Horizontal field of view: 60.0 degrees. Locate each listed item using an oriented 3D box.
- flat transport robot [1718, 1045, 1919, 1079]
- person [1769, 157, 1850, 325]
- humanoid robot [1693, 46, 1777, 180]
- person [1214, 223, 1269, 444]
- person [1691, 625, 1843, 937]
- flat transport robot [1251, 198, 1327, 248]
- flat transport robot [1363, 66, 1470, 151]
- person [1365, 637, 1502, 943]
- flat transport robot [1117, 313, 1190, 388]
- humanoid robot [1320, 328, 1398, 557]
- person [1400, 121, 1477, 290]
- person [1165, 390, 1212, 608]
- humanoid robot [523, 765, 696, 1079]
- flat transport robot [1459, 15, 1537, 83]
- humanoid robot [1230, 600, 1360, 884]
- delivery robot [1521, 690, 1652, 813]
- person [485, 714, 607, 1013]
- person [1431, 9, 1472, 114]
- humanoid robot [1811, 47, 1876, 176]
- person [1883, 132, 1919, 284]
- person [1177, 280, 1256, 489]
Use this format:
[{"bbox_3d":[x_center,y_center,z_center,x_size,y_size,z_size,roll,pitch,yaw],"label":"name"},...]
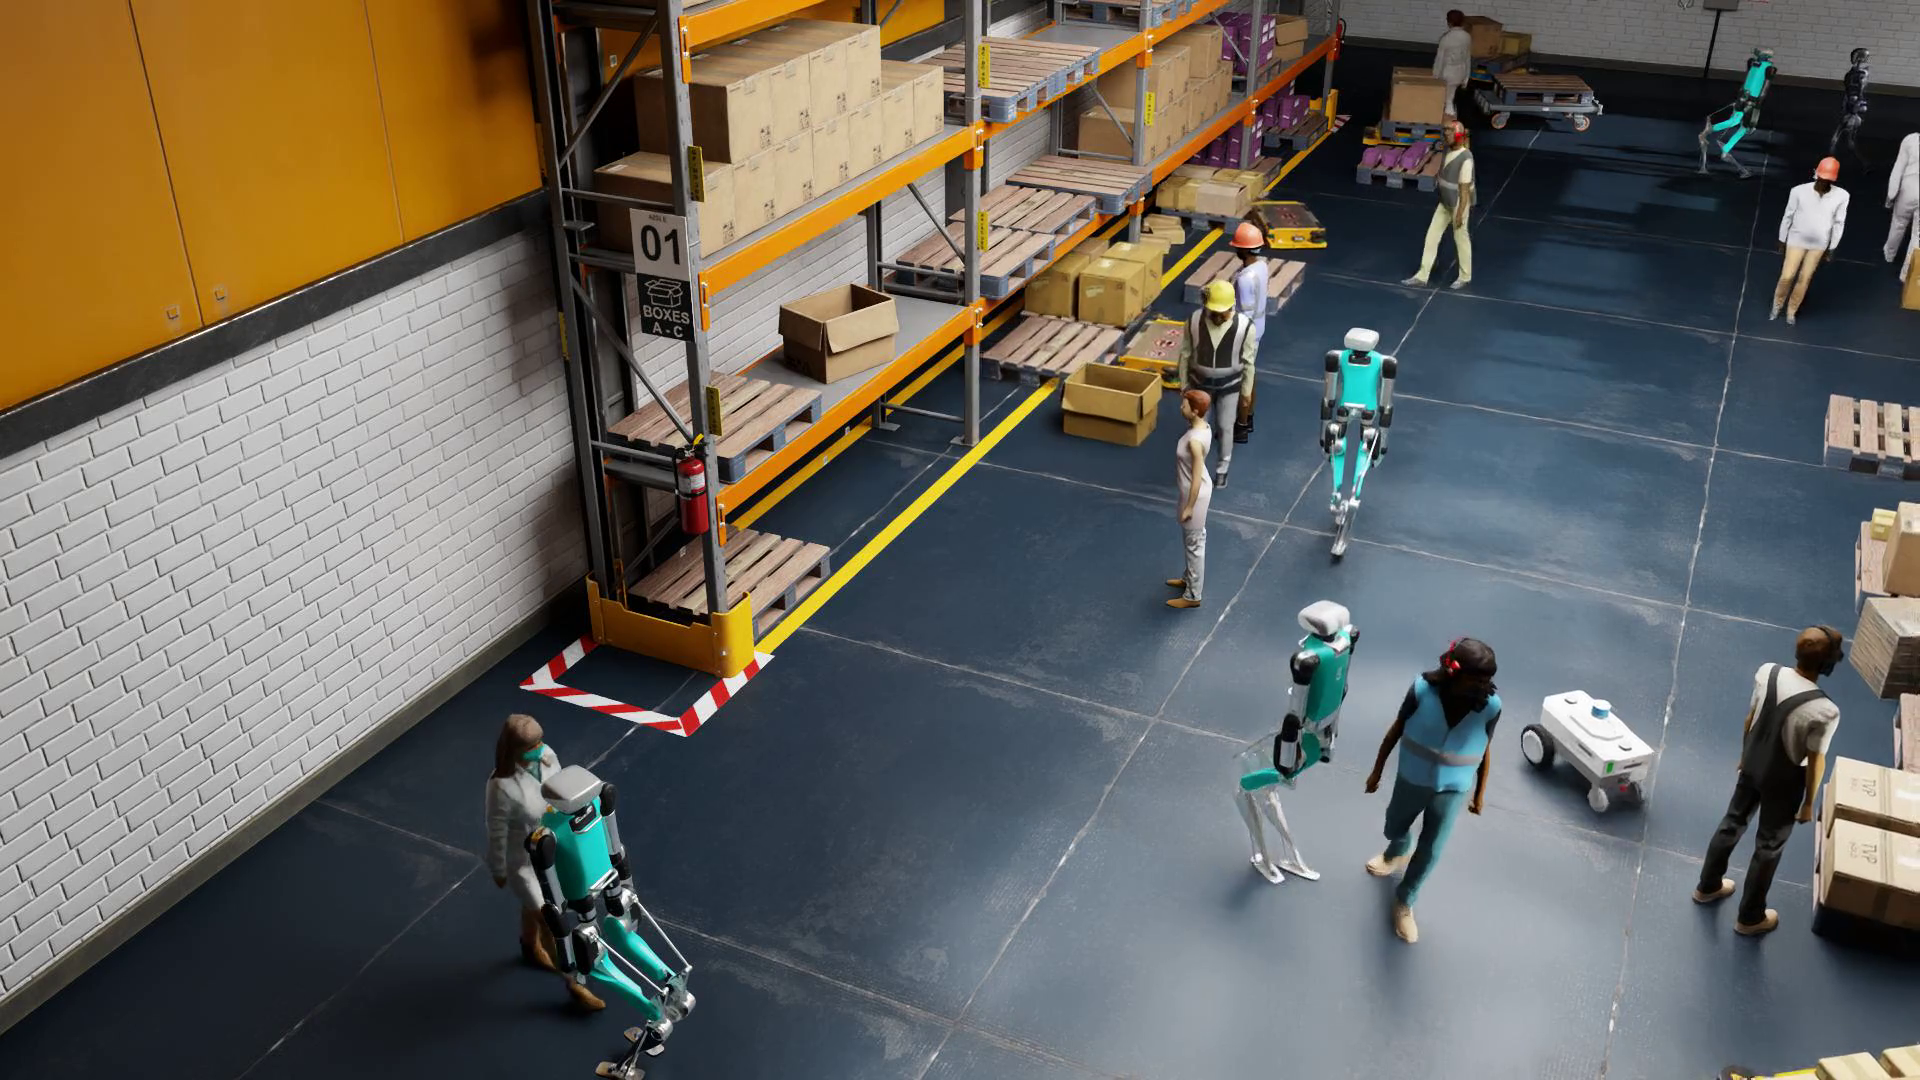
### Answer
[{"bbox_3d":[4.001,2.897,7.356,0.659,0.231,1.431,-5,29,-9],"label":"flat transport robot"},{"bbox_3d":[8.551,-3.003,16.748,0.559,1.734,0.416,9,30,17],"label":"person"},{"bbox_3d":[9.833,-5.386,21.211,1.034,1.753,0.547,-3,29,-6],"label":"humanoid robot"},{"bbox_3d":[2.415,-1.767,14.251,0.361,1.933,0.551,12,30,20],"label":"person"},{"bbox_3d":[4.293,1.257,8.755,0.351,1.836,0.502,-11,30,-20],"label":"person"},{"bbox_3d":[3.850,-3.746,19.675,0.659,0.231,1.431,-1,28,-3],"label":"flat transport robot"},{"bbox_3d":[6.364,-5.635,23.177,1.431,0.231,0.659,7,29,13],"label":"flat transport robot"},{"bbox_3d":[2.481,1.224,8.812,0.600,1.834,0.682,8,29,15],"label":"person"},{"bbox_3d":[2.003,-1.836,16.132,0.659,0.231,1.431,11,30,19],"label":"flat transport robot"},{"bbox_3d":[2.906,-0.683,12.452,0.554,1.733,1.012,12,30,20],"label":"humanoid robot"},{"bbox_3d":[5.158,-3.521,17.635,0.865,1.798,0.704,-6,29,-11],"label":"person"},{"bbox_3d":[1.638,-0.297,11.810,0.288,1.661,0.451,5,29,9],"label":"person"},{"bbox_3d":[-1.527,1.828,7.652,0.735,1.677,0.533,14,31,25],"label":"humanoid robot"},{"bbox_3d":[8.406,-7.463,26.566,1.431,0.231,0.659,22,35,35],"label":"flat transport robot"},{"bbox_3d":[1.762,1.074,9.170,0.655,1.775,0.547,23,36,36],"label":"humanoid robot"},{"bbox_3d":[3.844,1.243,10.131,0.499,0.602,0.801,-9,30,-16],"label":"delivery robot"},{"bbox_3d":[-2.037,1.593,8.324,0.732,1.635,0.489,13,31,23],"label":"person"},{"bbox_3d":[6.707,-6.398,22.966,0.505,1.808,0.682,-13,31,-23],"label":"person"},{"bbox_3d":[11.641,-5.556,21.581,0.693,1.635,0.608,5,29,9],"label":"humanoid robot"},{"bbox_3d":[10.430,-3.782,18.066,0.653,1.859,1.000,14,31,23],"label":"person"},{"bbox_3d":[2.055,-1.255,13.446,0.614,1.806,0.438,7,29,13],"label":"person"}]
